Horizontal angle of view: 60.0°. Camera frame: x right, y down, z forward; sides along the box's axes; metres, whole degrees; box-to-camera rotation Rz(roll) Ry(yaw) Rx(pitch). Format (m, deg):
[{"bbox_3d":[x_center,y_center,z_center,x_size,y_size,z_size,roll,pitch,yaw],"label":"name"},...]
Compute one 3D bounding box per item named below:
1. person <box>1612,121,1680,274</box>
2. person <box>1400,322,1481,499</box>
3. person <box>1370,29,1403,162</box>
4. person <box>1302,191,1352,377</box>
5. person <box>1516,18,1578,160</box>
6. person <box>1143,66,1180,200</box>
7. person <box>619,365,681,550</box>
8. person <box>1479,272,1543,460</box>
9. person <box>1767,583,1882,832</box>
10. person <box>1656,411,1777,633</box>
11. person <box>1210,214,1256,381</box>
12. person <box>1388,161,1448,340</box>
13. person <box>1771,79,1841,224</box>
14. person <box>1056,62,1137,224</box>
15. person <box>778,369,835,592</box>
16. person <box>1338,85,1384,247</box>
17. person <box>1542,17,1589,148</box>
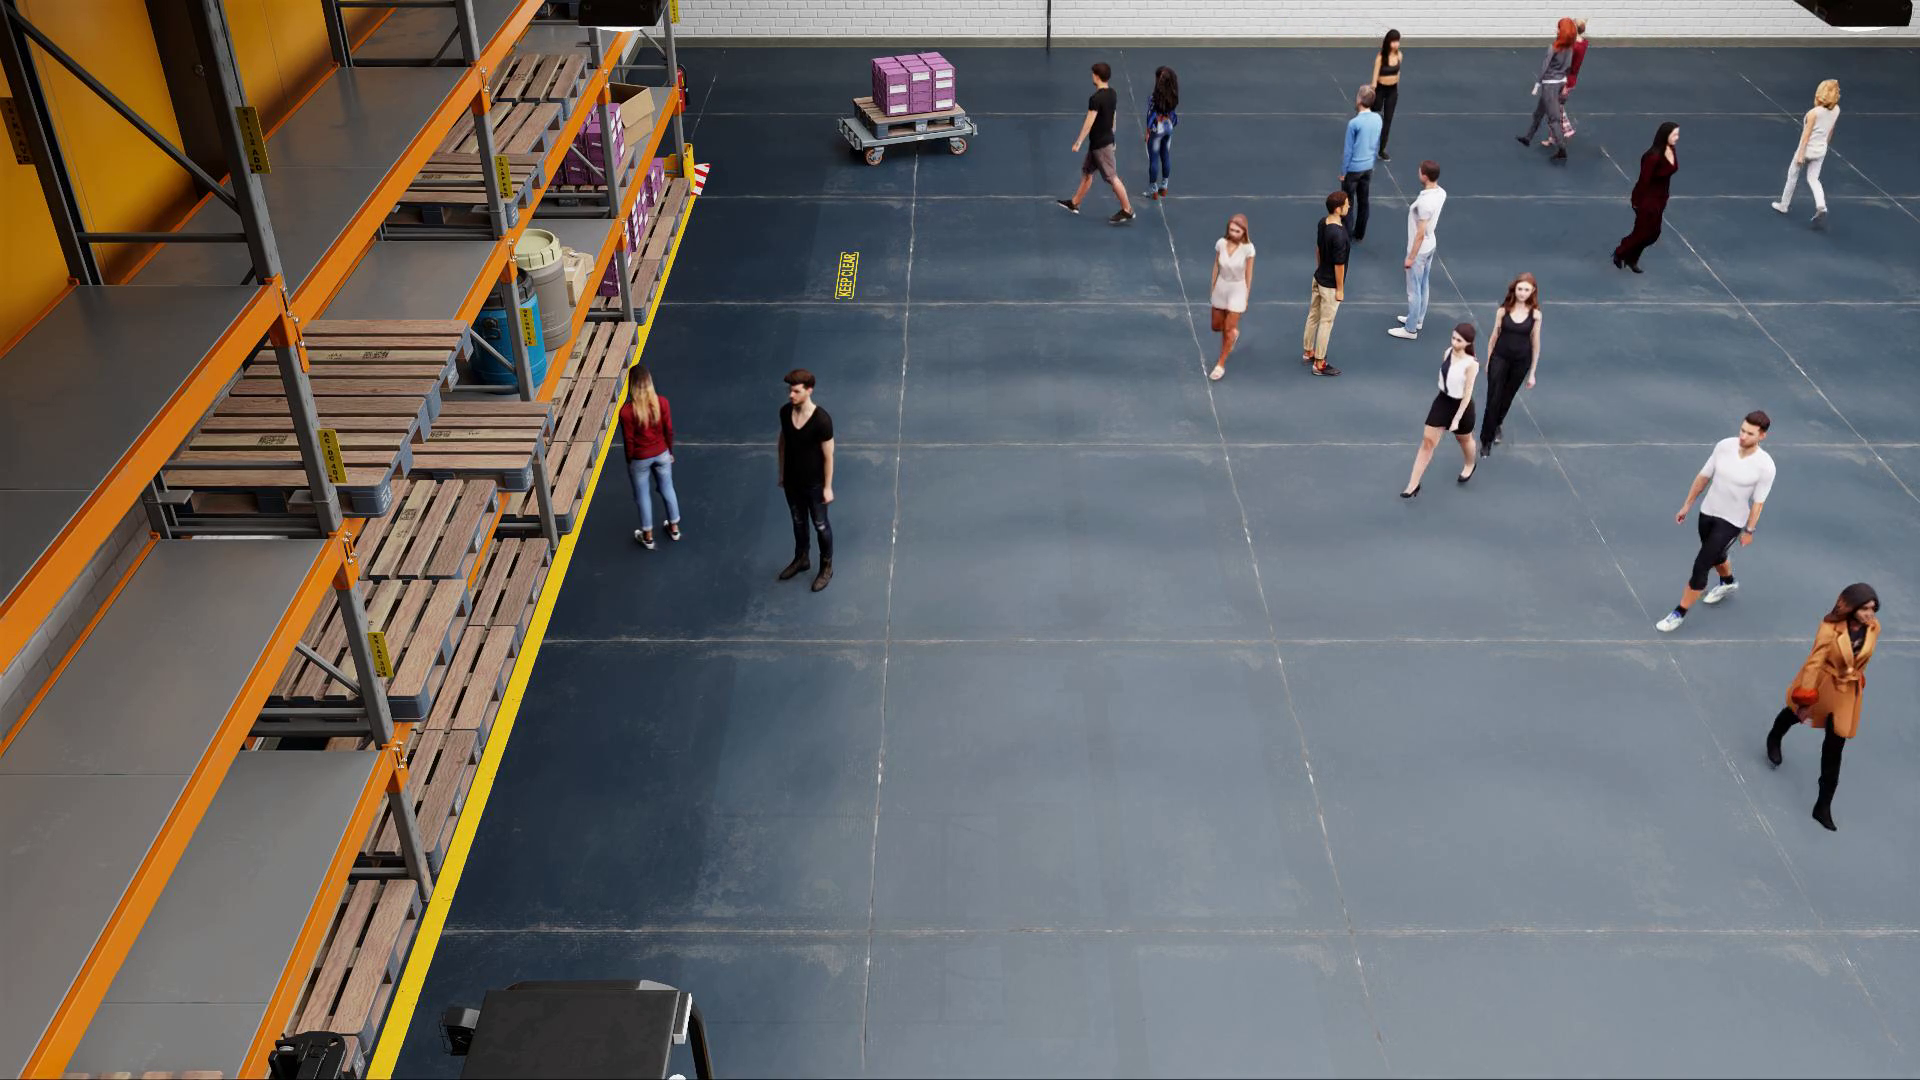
[{"bbox_3d":[7.403,-3.724,18.068,0.880,1.747,0.812,25,41,33],"label":"person"},{"bbox_3d":[4.296,-1.105,14.263,1.039,1.596,1.101,-21,39,-28],"label":"person"},{"bbox_3d":[5.350,-5.688,21.134,0.737,1.623,1.052,-9,35,-13],"label":"person"},{"bbox_3d":[3.566,-2.505,16.132,0.739,1.859,0.545,-8,34,-11],"label":"person"},{"bbox_3d":[7.531,-5.649,20.976,0.994,1.733,1.209,-19,38,-27],"label":"person"},{"bbox_3d":[2.400,-4.902,19.958,0.695,1.617,0.725,-21,39,-29],"label":"person"},{"bbox_3d":[-2.546,-0.685,13.599,0.668,1.632,0.701,-23,40,-30],"label":"person"},{"bbox_3d":[4.950,-1.635,14.953,0.706,1.716,1.018,6,34,9],"label":"person"},{"bbox_3d":[5.704,0.977,11.070,0.712,1.664,1.186,1,34,1],"label":"person"},{"bbox_3d":[5.874,-0.201,12.698,1.117,1.823,1.240,-17,37,-24],"label":"person"},{"bbox_3d":[2.662,-2.405,16.146,0.828,1.677,0.966,19,38,26],"label":"person"},{"bbox_3d":[4.662,-2.937,16.786,0.790,1.855,0.677,20,38,27],"label":"person"},{"bbox_3d":[9.955,-4.495,19.319,0.745,1.646,1.068,-8,34,-11],"label":"person"},{"bbox_3d":[1.727,-4.551,19.256,1.045,1.809,1.272,12,35,17],"label":"person"},{"bbox_3d":[-1.200,-0.496,13.076,0.761,1.897,0.764,19,38,26],"label":"person"},{"bbox_3d":[4.494,-4.224,18.757,0.742,1.817,0.741,-18,38,-25],"label":"person"},{"bbox_3d":[7.812,-5.830,21.285,0.841,1.693,0.772,25,41,32],"label":"person"}]
